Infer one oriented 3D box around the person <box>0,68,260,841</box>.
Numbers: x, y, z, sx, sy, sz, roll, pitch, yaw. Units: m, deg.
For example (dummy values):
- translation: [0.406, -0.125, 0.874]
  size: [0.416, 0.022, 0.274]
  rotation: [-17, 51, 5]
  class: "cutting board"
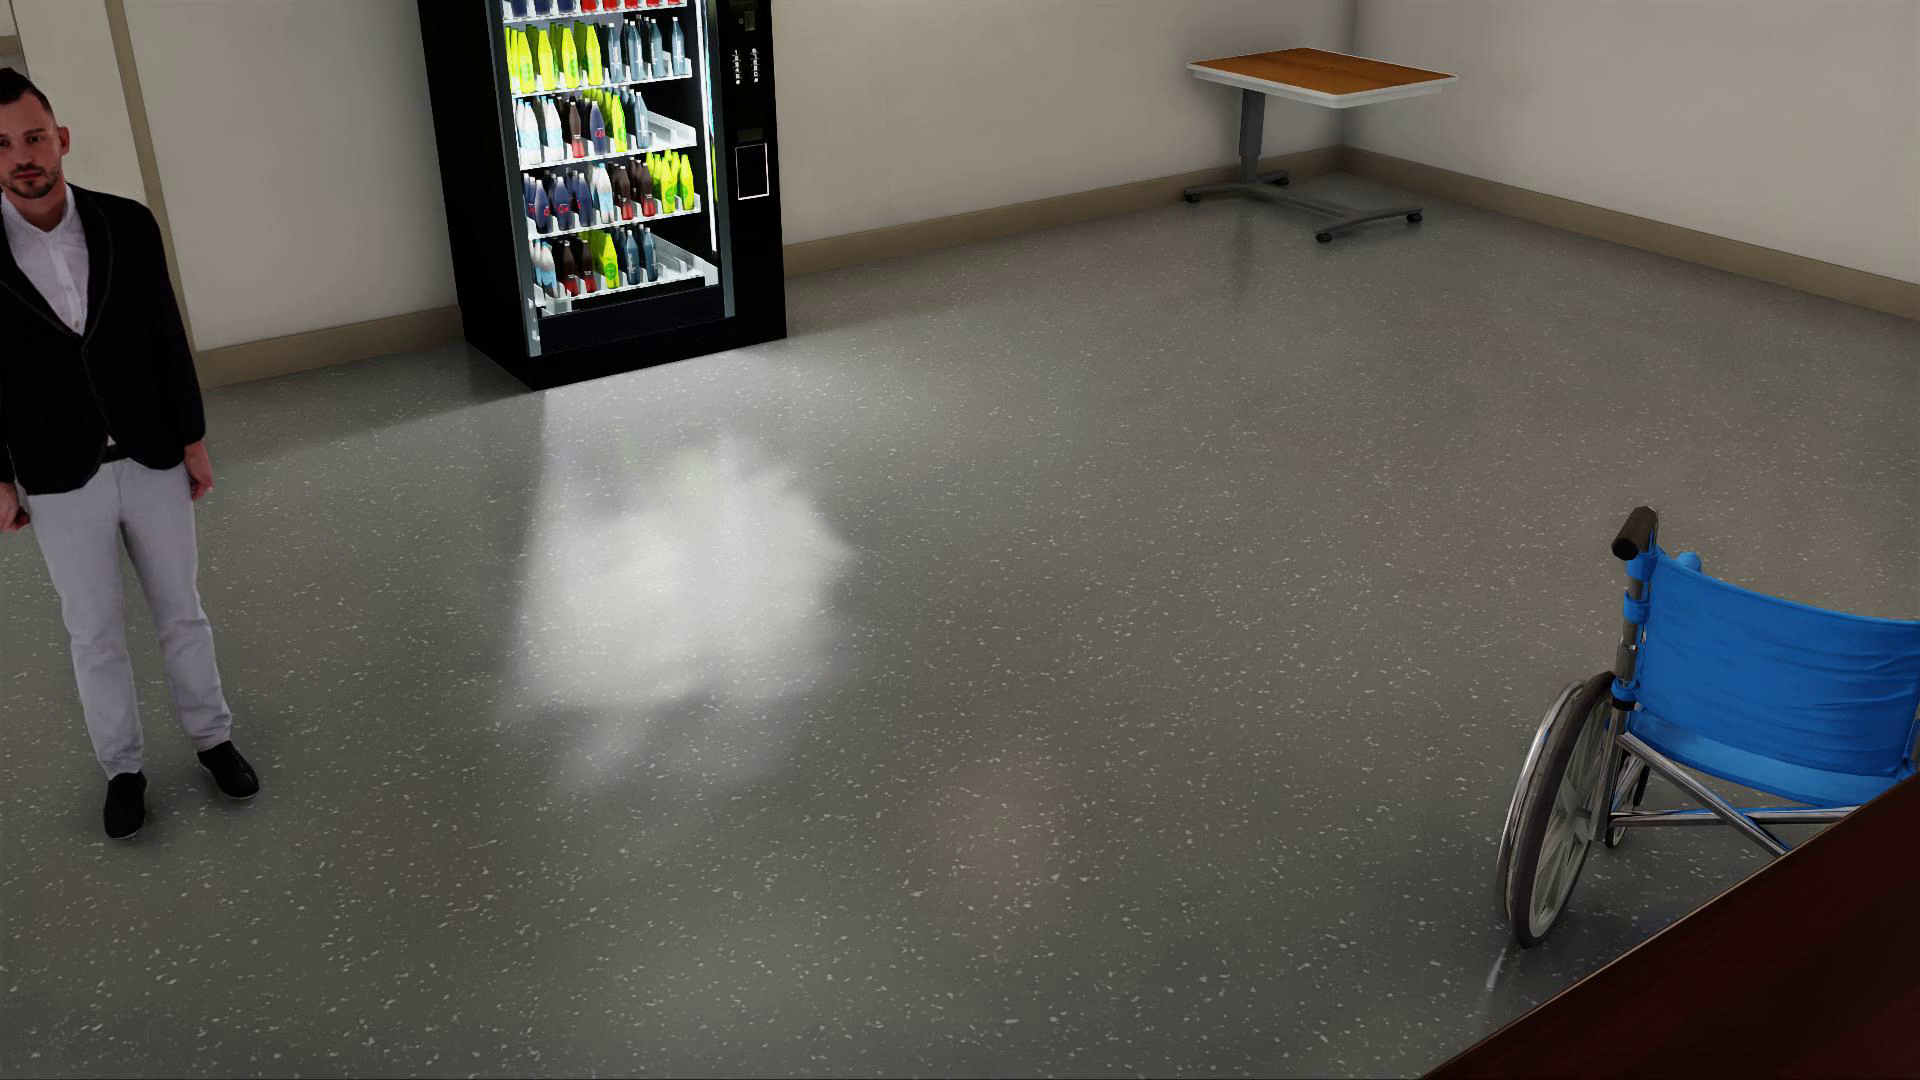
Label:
- translation: [-2.033, -0.186, 3.945]
  size: [0.477, 1.843, 0.708]
  rotation: [-16, 30, -30]
  class: "person"
